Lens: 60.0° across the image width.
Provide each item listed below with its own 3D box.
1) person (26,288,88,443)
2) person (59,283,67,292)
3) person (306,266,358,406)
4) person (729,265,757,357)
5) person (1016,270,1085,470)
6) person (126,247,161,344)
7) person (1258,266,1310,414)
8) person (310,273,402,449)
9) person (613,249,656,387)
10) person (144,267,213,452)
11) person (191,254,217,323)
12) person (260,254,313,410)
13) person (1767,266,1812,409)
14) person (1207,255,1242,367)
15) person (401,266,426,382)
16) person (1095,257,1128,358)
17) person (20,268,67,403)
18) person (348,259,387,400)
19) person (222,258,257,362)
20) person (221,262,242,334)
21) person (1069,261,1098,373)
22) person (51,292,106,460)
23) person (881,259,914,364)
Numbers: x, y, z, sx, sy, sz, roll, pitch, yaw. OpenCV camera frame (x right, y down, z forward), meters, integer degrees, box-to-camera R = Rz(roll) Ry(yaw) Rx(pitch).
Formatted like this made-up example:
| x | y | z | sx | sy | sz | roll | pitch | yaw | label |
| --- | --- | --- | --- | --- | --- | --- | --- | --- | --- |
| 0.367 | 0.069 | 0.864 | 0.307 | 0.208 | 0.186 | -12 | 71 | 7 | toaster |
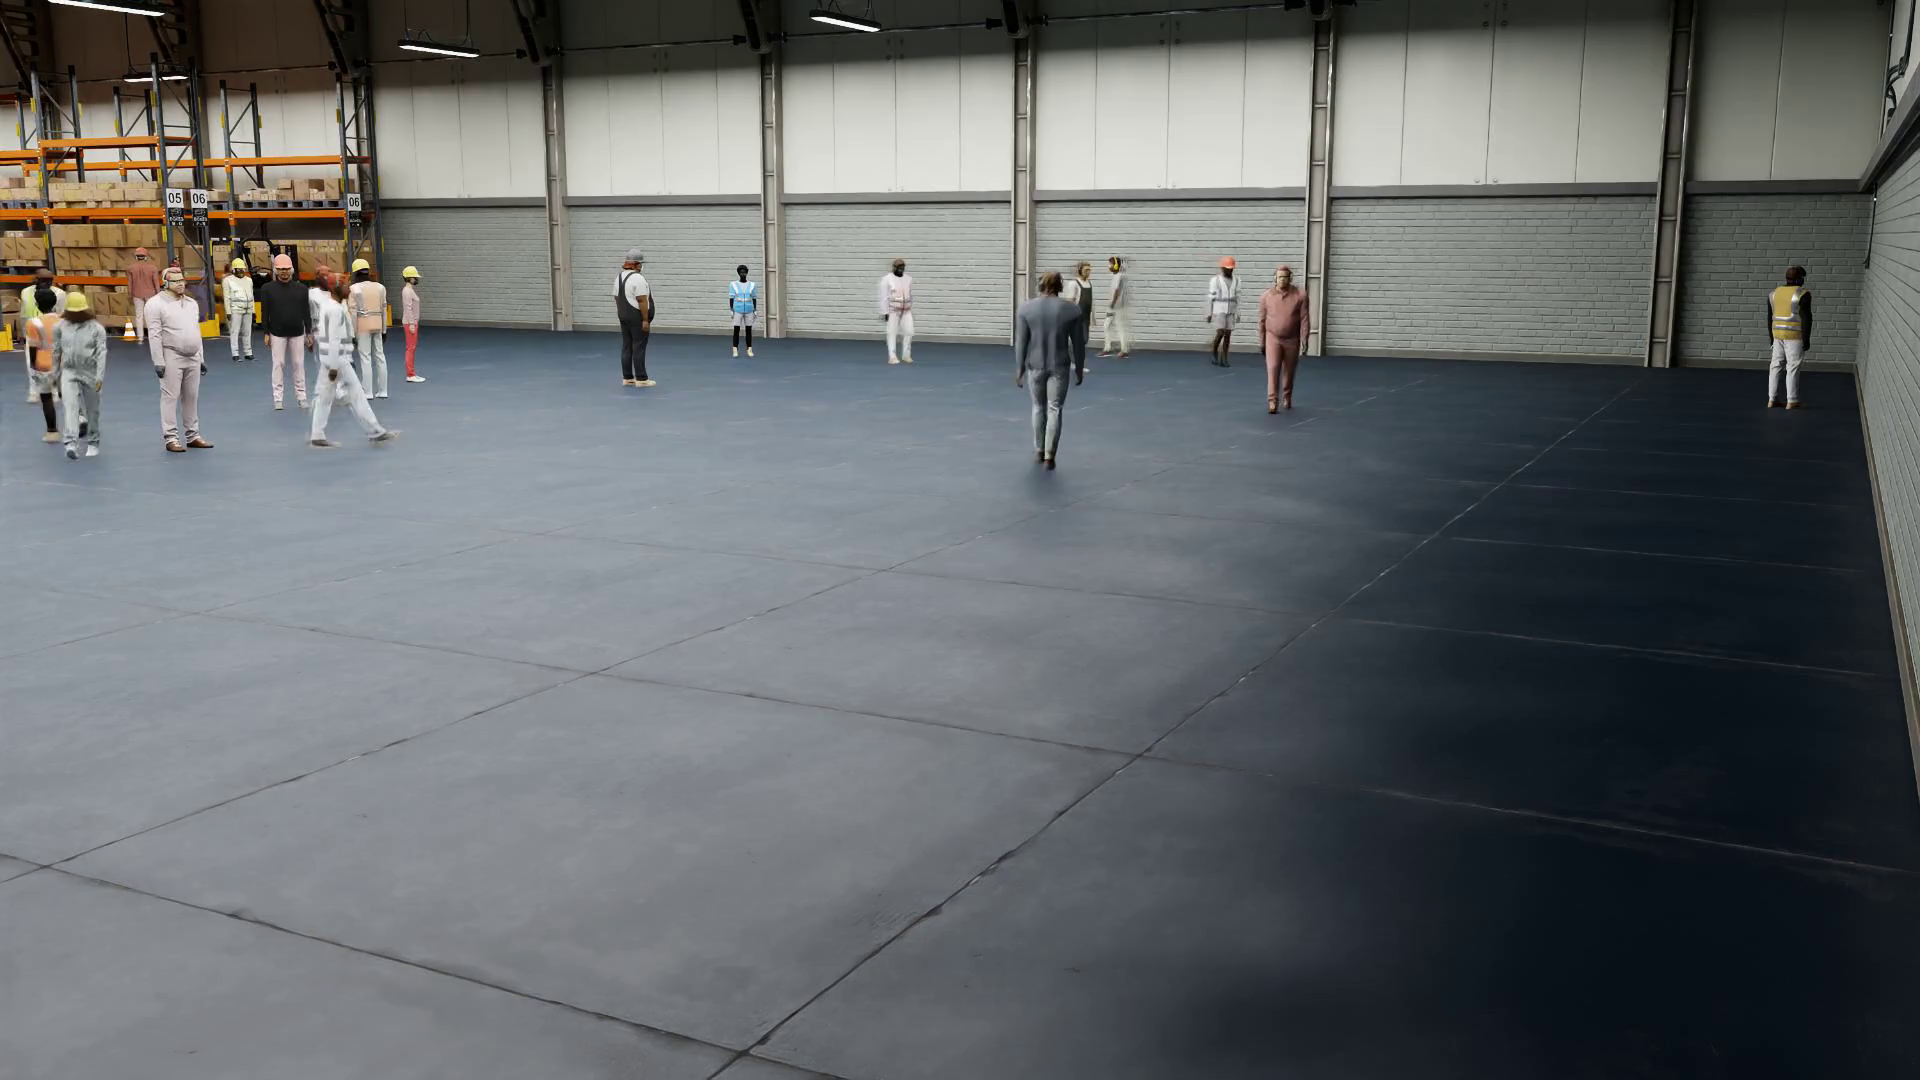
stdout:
| x | y | z | sx | sy | sz | roll | pitch | yaw | label |
| --- | --- | --- | --- | --- | --- | --- | --- | --- | --- |
| -9.744 | -1.870 | 17.924 | 0.499 | 1.683 | 0.534 | 6 | 12 | 31 | person |
| -23.610 | -6.602 | 43.223 | 0.996 | 1.862 | 0.613 | 6 | 12 | 29 | person |
| -8.362 | -2.700 | 22.046 | 0.979 | 1.839 | 0.590 | 7 | 12 | 33 | person |
| -3.992 | -4.210 | 30.638 | 0.533 | 1.697 | 0.322 | -3 | 11 | -17 | person |
| 0.893 | -1.671 | 16.234 | 0.660 | 1.897 | 0.955 | 1 | 10 | 8 | person |
| -16.833 | -5.036 | 34.328 | 0.622 | 1.992 | 0.396 | -4 | 11 | -20 | person |
| 4.131 | -2.568 | 21.243 | 0.641 | 1.864 | 0.977 | 1 | 10 | 8 | person |
| -6.452 | -1.882 | 17.555 | 0.968 | 1.836 | 0.583 | -7 | 12 | -32 | person |
| -4.810 | -3.312 | 24.802 | 0.535 | 2.000 | 0.686 | -10 | 14 | -43 | person |
| -8.137 | -1.880 | 17.360 | 0.410 | 1.909 | 0.643 | 4 | 11 | 21 | person |
| -17.393 | -5.695 | 38.208 | 0.661 | 1.889 | 0.657 | 3 | 11 | 15 | person |
| -8.695 | -2.684 | 21.502 | 0.609 | 1.996 | 0.379 | -6 | 12 | -30 | person |
| 10.767 | -2.617 | 21.557 | 0.429 | 1.845 | 0.621 | -4 | 11 | -23 | person |
| 4.517 | -3.874 | 28.254 | 0.548 | 1.906 | 0.479 | -3 | 11 | -16 | person |
| -8.391 | -3.305 | 25.516 | 0.311 | 1.768 | 0.533 | -3 | 11 | -13 | person |
| 2.761 | -4.237 | 30.392 | 0.752 | 1.844 | 0.504 | -1 | 10 | -3 | person |
| -12.216 | -2.723 | 22.256 | 0.658 | 1.802 | 0.495 | -1 | 10 | -6 | person |
| -8.113 | -2.875 | 22.759 | 0.381 | 1.918 | 0.585 | 8 | 13 | 36 | person |
| -12.798 | -4.090 | 29.614 | 0.403 | 1.830 | 0.598 | 6 | 12 | 31 | person |
| -16.477 | -5.481 | 37.756 | 0.587 | 1.616 | 0.546 | 4 | 11 | 22 | person |
| 2.015 | -3.619 | 27.071 | 0.415 | 1.832 | 0.505 | 9 | 13 | 39 | person |
| -8.792 | -1.630 | 16.614 | 0.511 | 1.675 | 0.931 | -4 | 11 | -21 | person |
| -1.061 | -3.972 | 29.002 | 0.644 | 1.827 | 0.552 | -6 | 12 | -29 | person |
